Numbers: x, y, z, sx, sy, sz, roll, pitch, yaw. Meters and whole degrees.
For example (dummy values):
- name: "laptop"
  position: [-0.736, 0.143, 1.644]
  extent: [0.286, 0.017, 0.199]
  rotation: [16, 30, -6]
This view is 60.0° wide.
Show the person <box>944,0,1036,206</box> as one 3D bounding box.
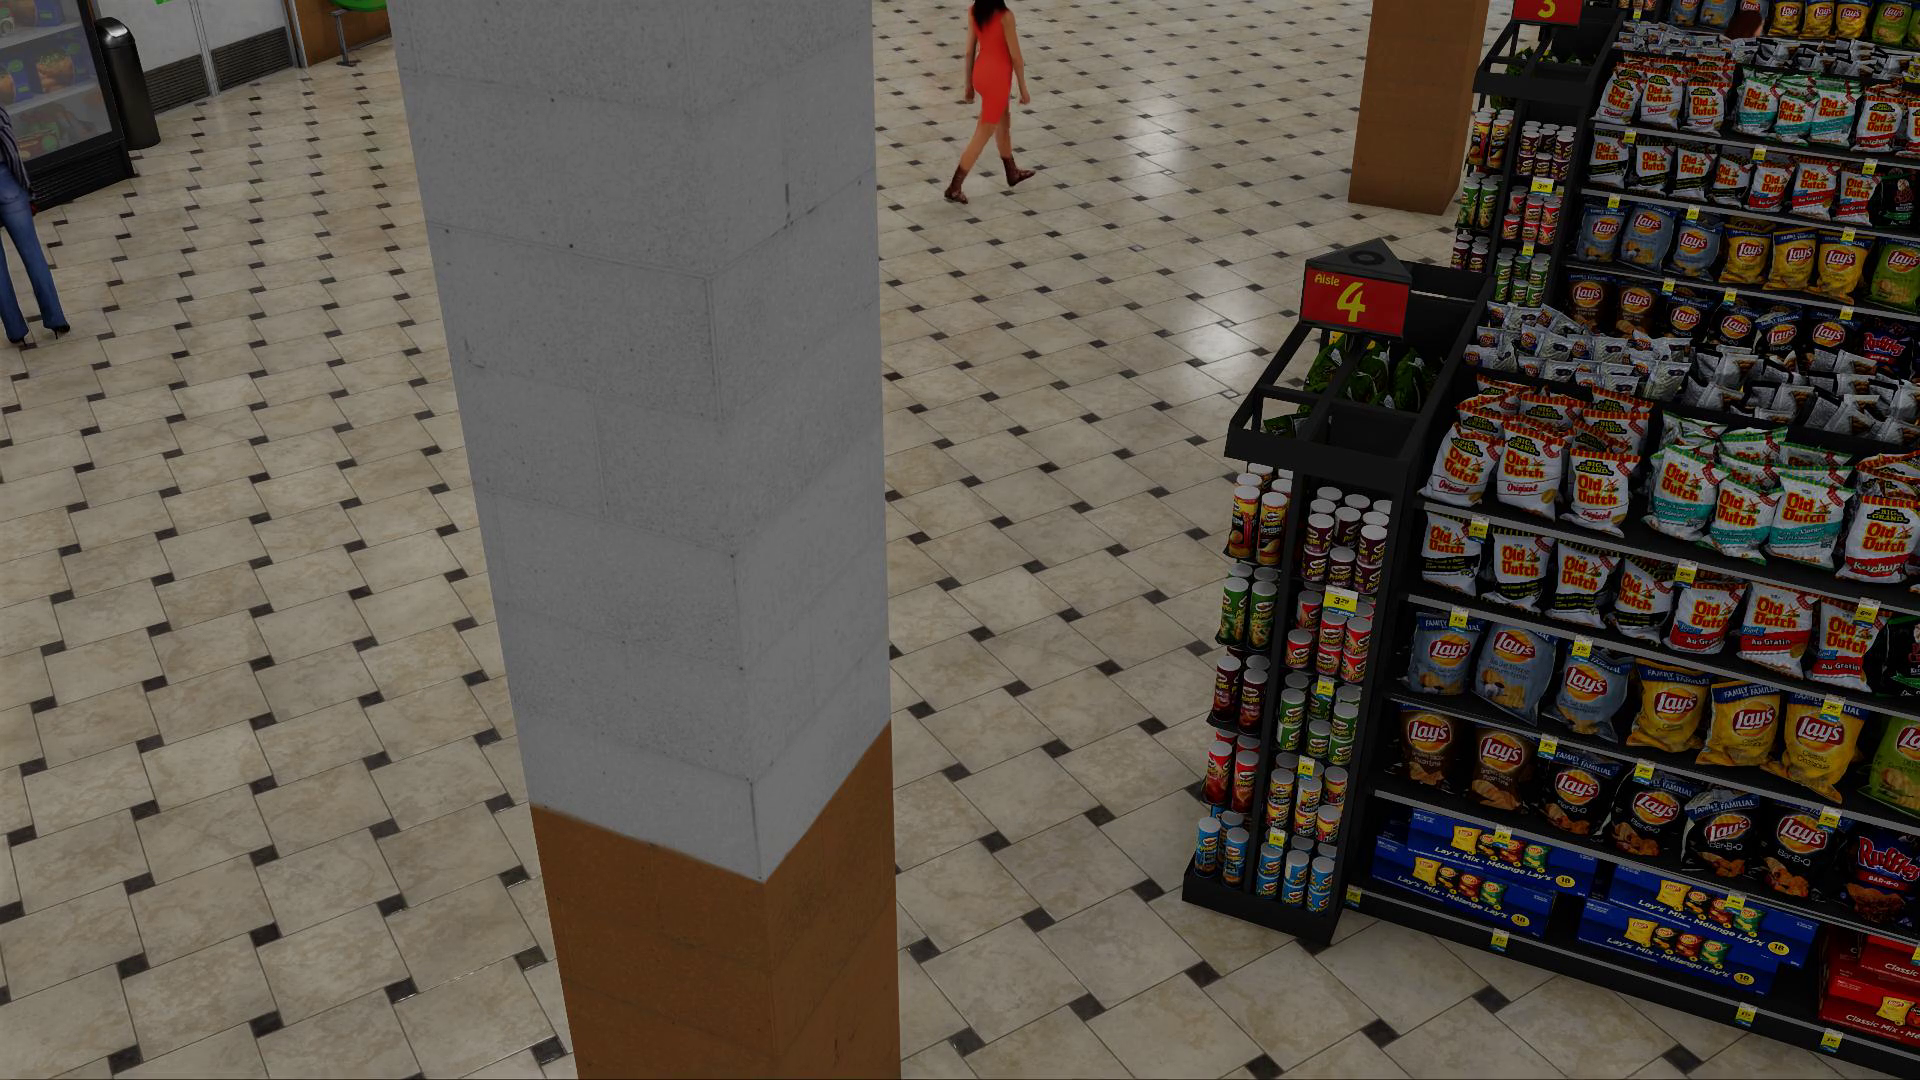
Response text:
- name: "person"
  position: [0.177, -3.197, 11.842]
  extent: [0.948, 1.680, 1.180]
  rotation: [-26, 40, -35]

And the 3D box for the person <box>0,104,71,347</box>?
- name: "person"
  position: [-5.721, -2.008, 9.823]
  extent: [0.719, 1.794, 0.744]
  rotation: [-16, 35, -24]

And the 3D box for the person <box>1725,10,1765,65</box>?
- name: "person"
  position: [5.351, -2.965, 11.655]
  extent: [0.654, 1.483, 0.638]
  rotation: [-4, 32, -6]
